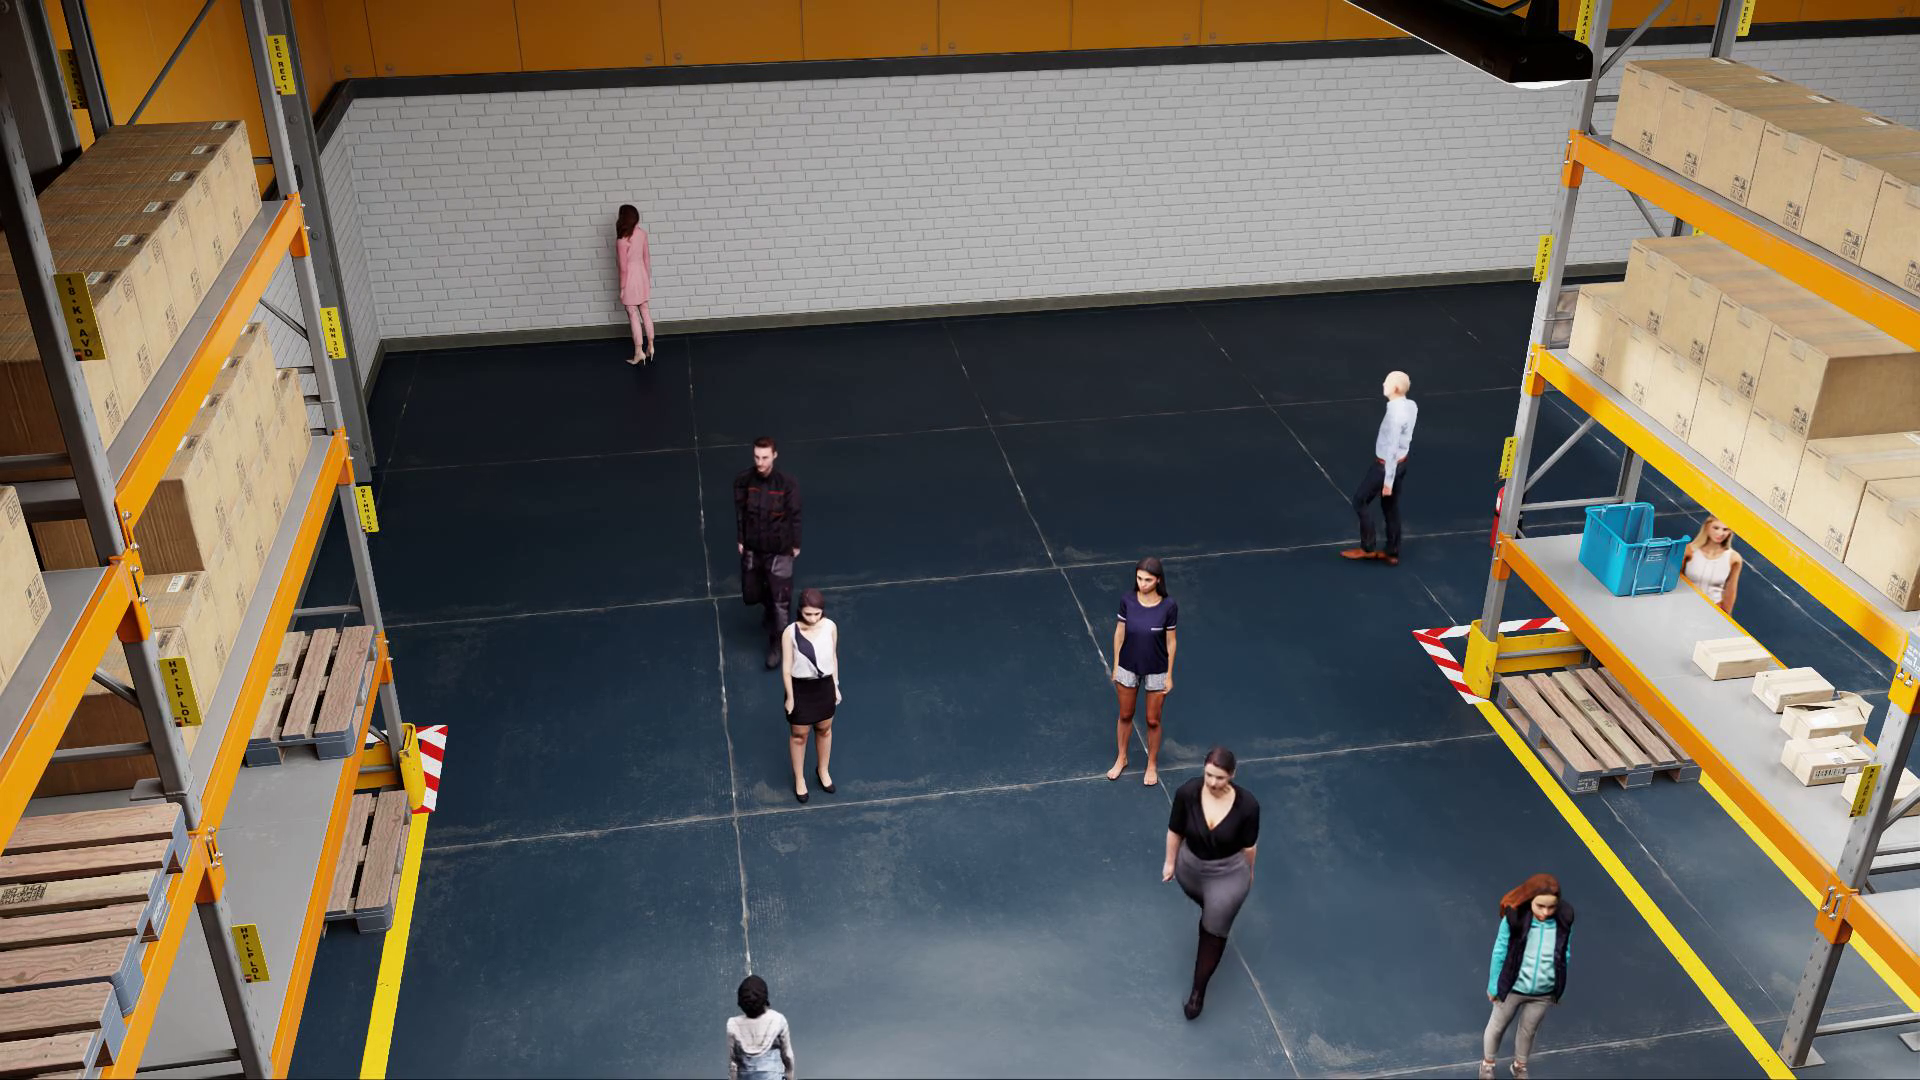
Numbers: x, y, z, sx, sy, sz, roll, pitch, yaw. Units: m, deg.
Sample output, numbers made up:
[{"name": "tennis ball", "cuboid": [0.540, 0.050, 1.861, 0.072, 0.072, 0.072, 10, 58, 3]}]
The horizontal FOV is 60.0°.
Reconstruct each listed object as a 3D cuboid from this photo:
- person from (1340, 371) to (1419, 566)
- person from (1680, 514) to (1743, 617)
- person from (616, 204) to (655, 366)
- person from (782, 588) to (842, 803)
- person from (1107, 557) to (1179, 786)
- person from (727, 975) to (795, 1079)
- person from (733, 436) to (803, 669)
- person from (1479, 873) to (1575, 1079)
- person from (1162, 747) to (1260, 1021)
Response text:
[{"name": "person", "cuboid": [3.732, -0.564, 14.152, 0.902, 1.770, 0.837, 14, 32, 24]}, {"name": "person", "cuboid": [5.321, 0.564, 12.053, 0.725, 1.800, 0.753, 10, 30, 17]}, {"name": "person", "cuboid": [-3.555, -2.798, 18.213, 0.739, 1.802, 0.680, 19, 34, 31]}, {"name": "person", "cuboid": [-1.013, 1.040, 11.336, 0.611, 1.651, 0.597, -14, 31, -23]}, {"name": "person", "cuboid": [1.273, 0.895, 11.483, 0.663, 1.765, 0.670, 9, 30, 16]}, {"name": "person", "cuboid": [-1.028, 2.798, 8.536, 0.489, 1.245, 0.795, -4, 29, -7]}, {"name": "person", "cuboid": [-1.478, 0.029, 12.927, 0.903, 1.903, 1.070, 6, 29, 10]}, {"name": "person", "cuboid": [3.068, 2.389, 9.022, 0.609, 1.498, 0.624, 0, 29, 0]}, {"name": "person", "cuboid": [1.491, 1.877, 9.733, 1.060, 1.717, 1.224, 13, 31, 22]}]
